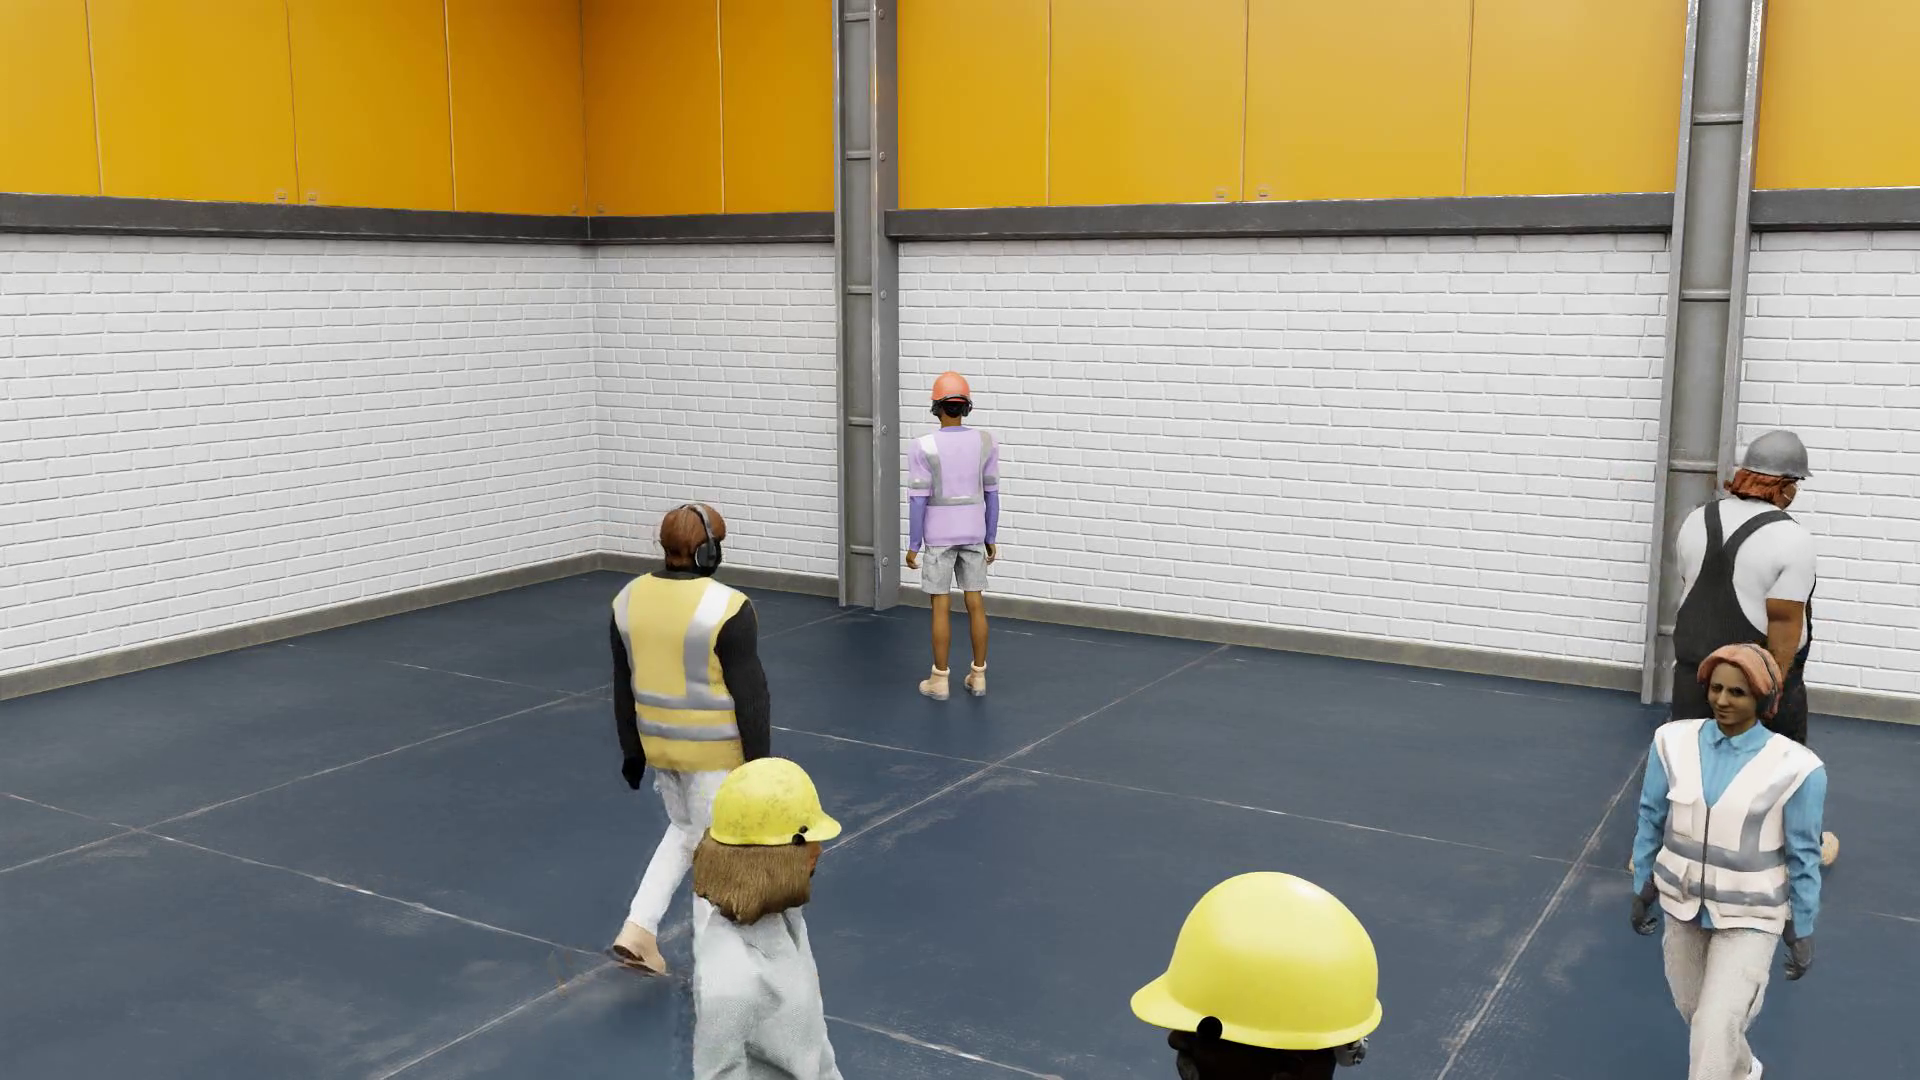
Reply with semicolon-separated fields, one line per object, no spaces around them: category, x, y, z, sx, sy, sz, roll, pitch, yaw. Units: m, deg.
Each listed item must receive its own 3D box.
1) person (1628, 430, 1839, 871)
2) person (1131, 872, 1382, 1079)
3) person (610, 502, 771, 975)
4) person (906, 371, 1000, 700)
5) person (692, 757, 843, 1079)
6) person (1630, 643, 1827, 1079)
person;3.410;0.476;7.251;1.015;2.000;0.688;-5;10;-27
person;0.391;1.354;2.123;0.369;1.928;0.586;1;9;6
person;-0.964;0.773;6.064;0.629;1.828;0.477;7;11;36
person;-0.053;-0.025;10.363;0.605;2.045;0.378;-4;10;-21
person;-0.427;1.260;3.434;0.931;1.697;0.492;0;9;-1
person;2.249;1.074;4.872;0.769;1.610;0.520;-7;12;-38
